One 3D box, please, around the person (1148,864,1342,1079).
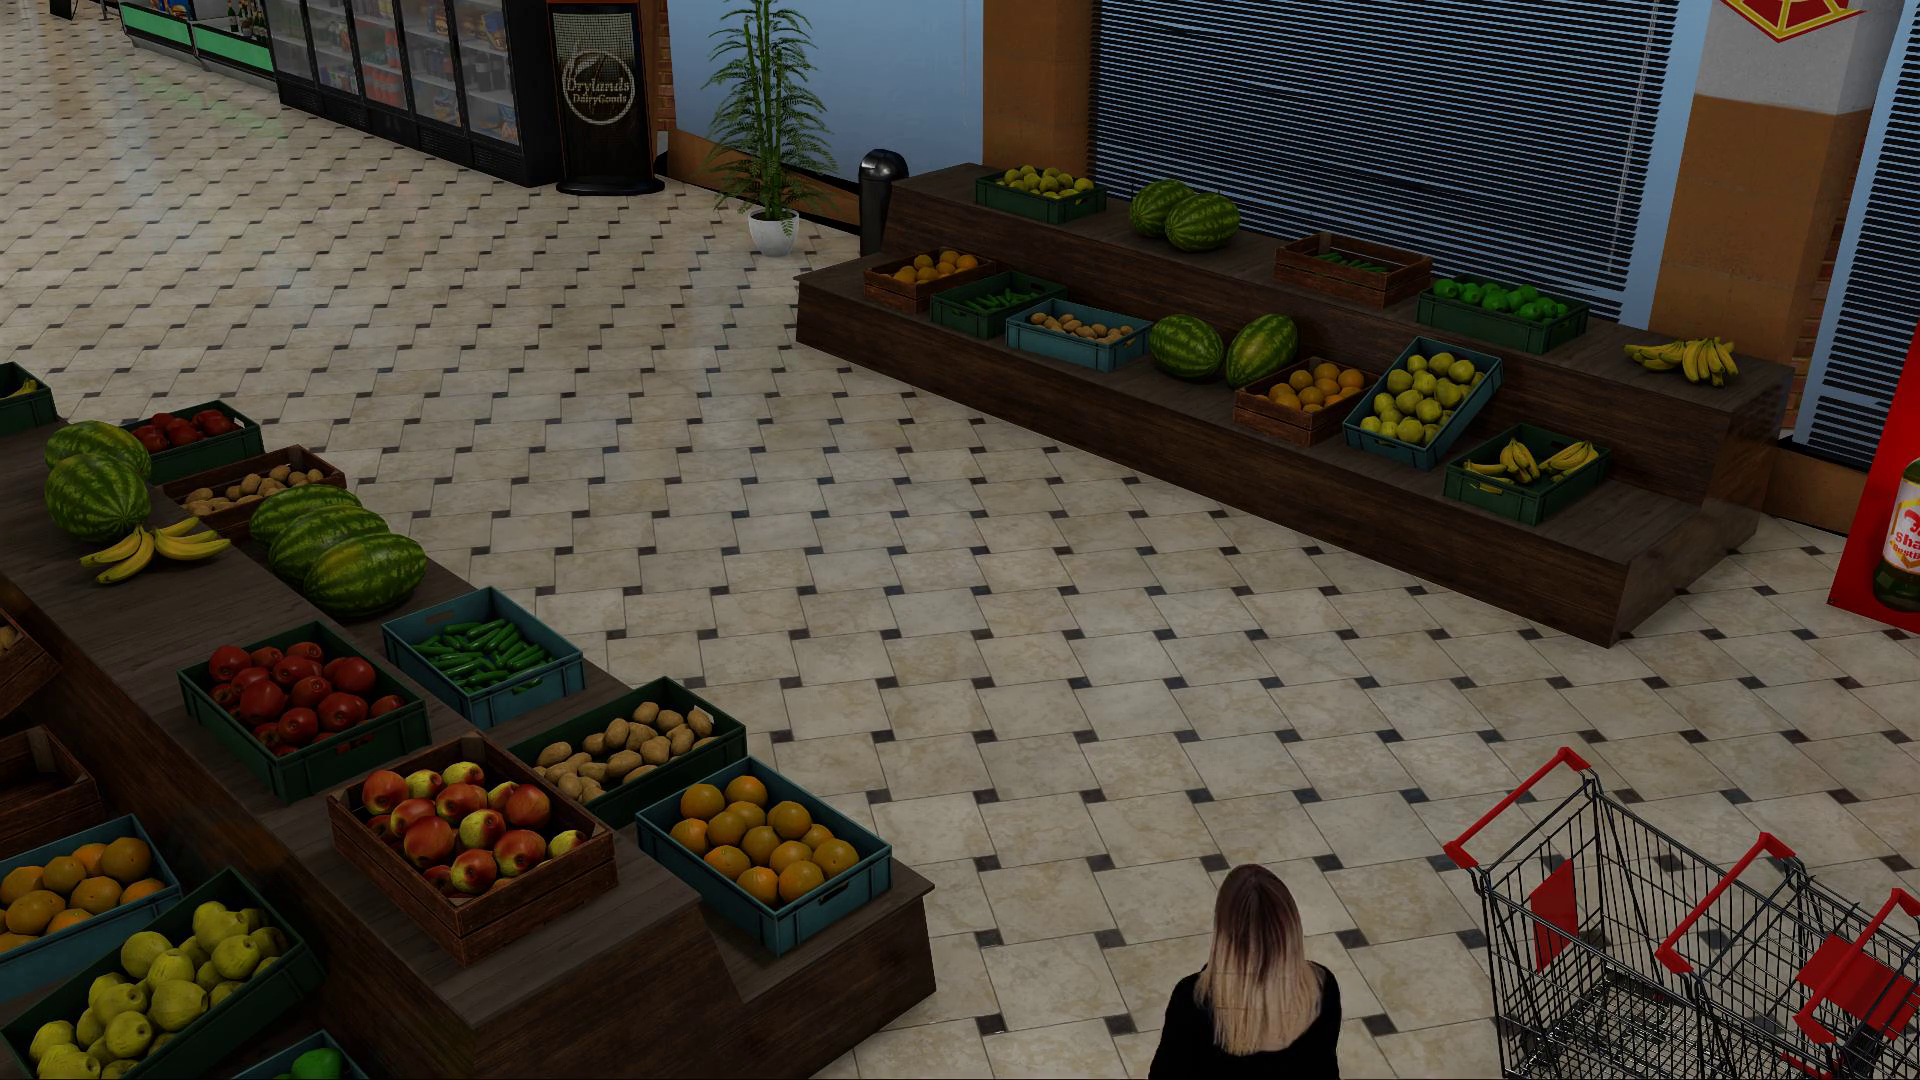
[{"bbox_3d":[0.714,1.566,4.012,0.809,1.666,0.870,-5,27,-10],"label":"person"}]
